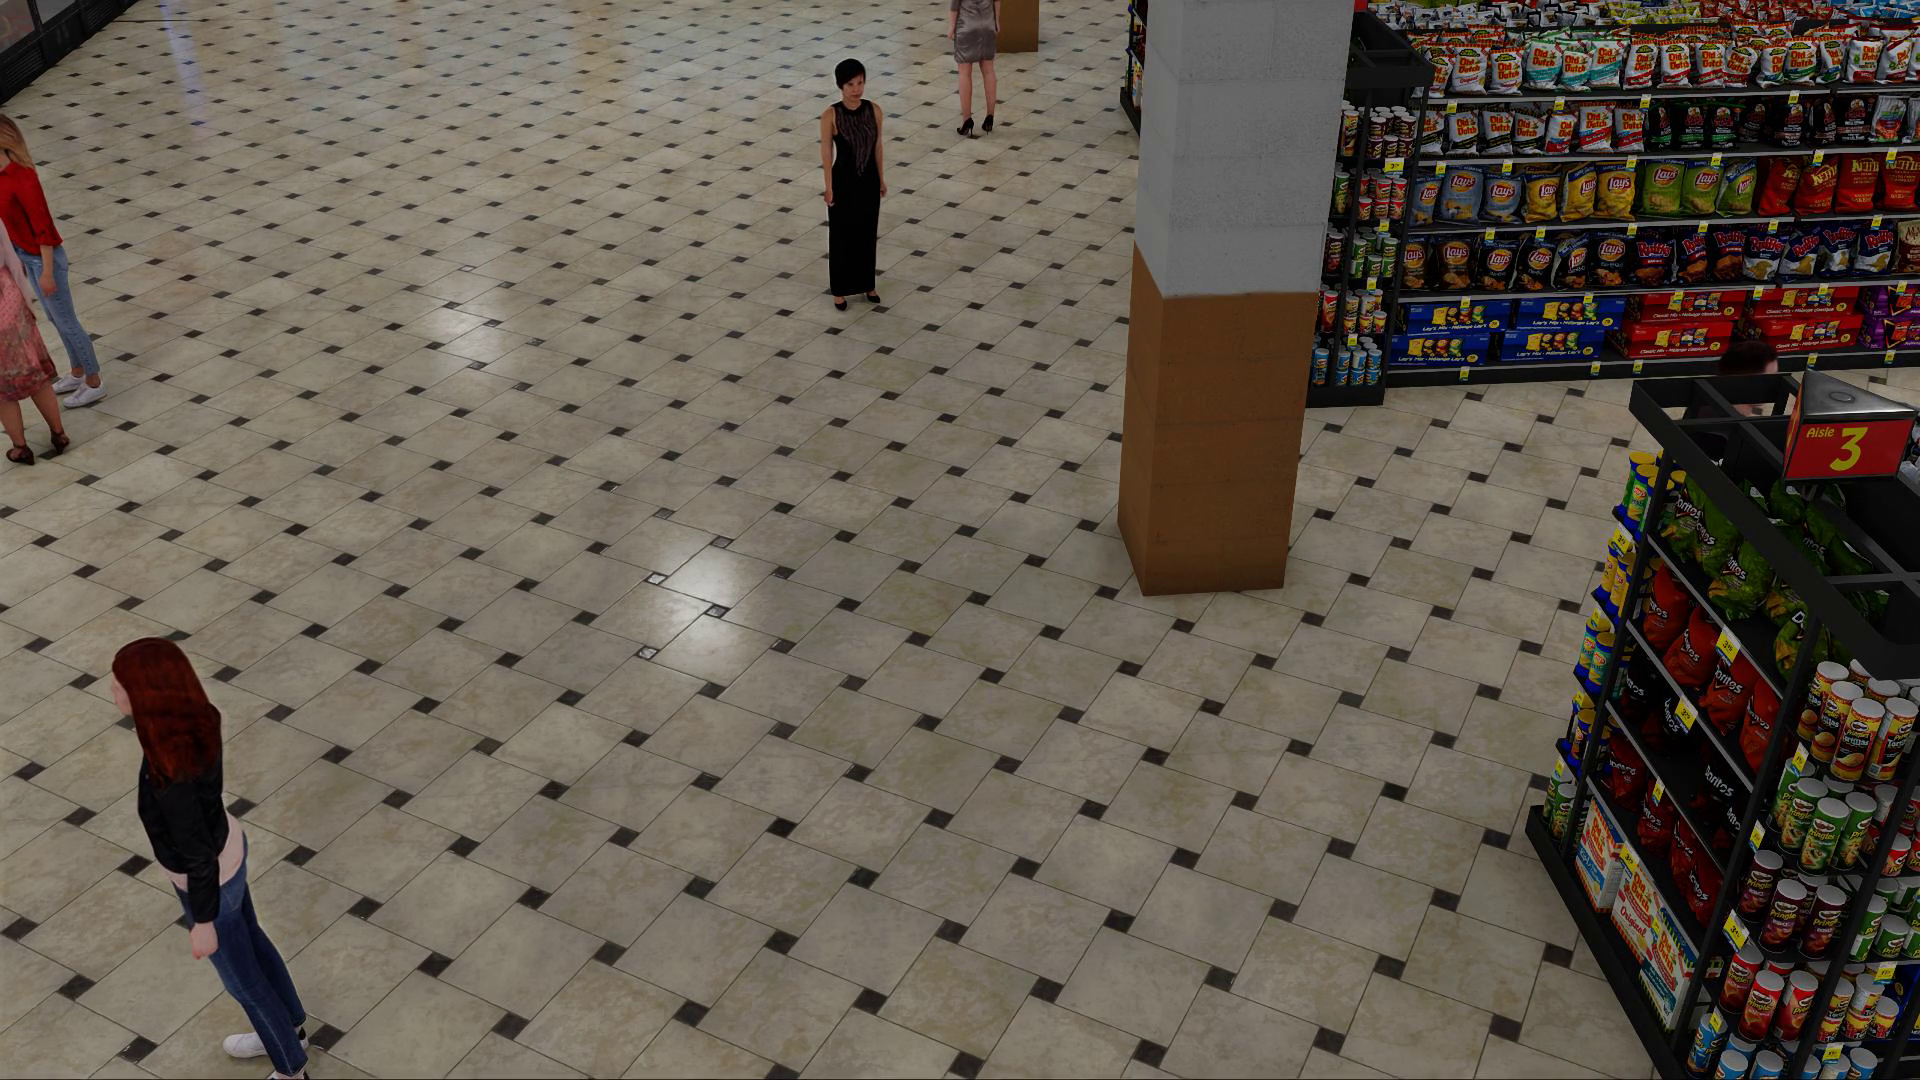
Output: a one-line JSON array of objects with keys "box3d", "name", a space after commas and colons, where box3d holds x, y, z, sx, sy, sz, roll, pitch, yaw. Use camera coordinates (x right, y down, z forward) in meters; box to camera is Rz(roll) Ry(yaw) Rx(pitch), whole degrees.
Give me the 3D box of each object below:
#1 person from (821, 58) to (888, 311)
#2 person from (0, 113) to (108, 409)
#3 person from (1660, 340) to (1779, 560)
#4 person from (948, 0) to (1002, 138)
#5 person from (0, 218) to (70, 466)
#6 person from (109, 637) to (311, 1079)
[{"box3d": [-0.674, -2.266, 10.601, 0.584, 1.603, 0.714, -16, 35, -23], "name": "person"}, {"box3d": [-5.188, -1.577, 9.397, 0.713, 1.704, 0.683, -27, 41, -36], "name": "person"}, {"box3d": [2.935, 0.037, 6.674, 0.593, 1.841, 0.689, -1, 32, -1], "name": "person"}, {"box3d": [0.118, -4.164, 13.516, 0.537, 1.745, 0.703, -11, 34, -18], "name": "person"}, {"box3d": [-5.115, -1.189, 8.788, 0.681, 1.690, 0.757, -26, 40, -35], "name": "person"}, {"box3d": [-2.291, 1.048, 5.101, 0.605, 1.787, 0.634, -10, 33, -16], "name": "person"}]
